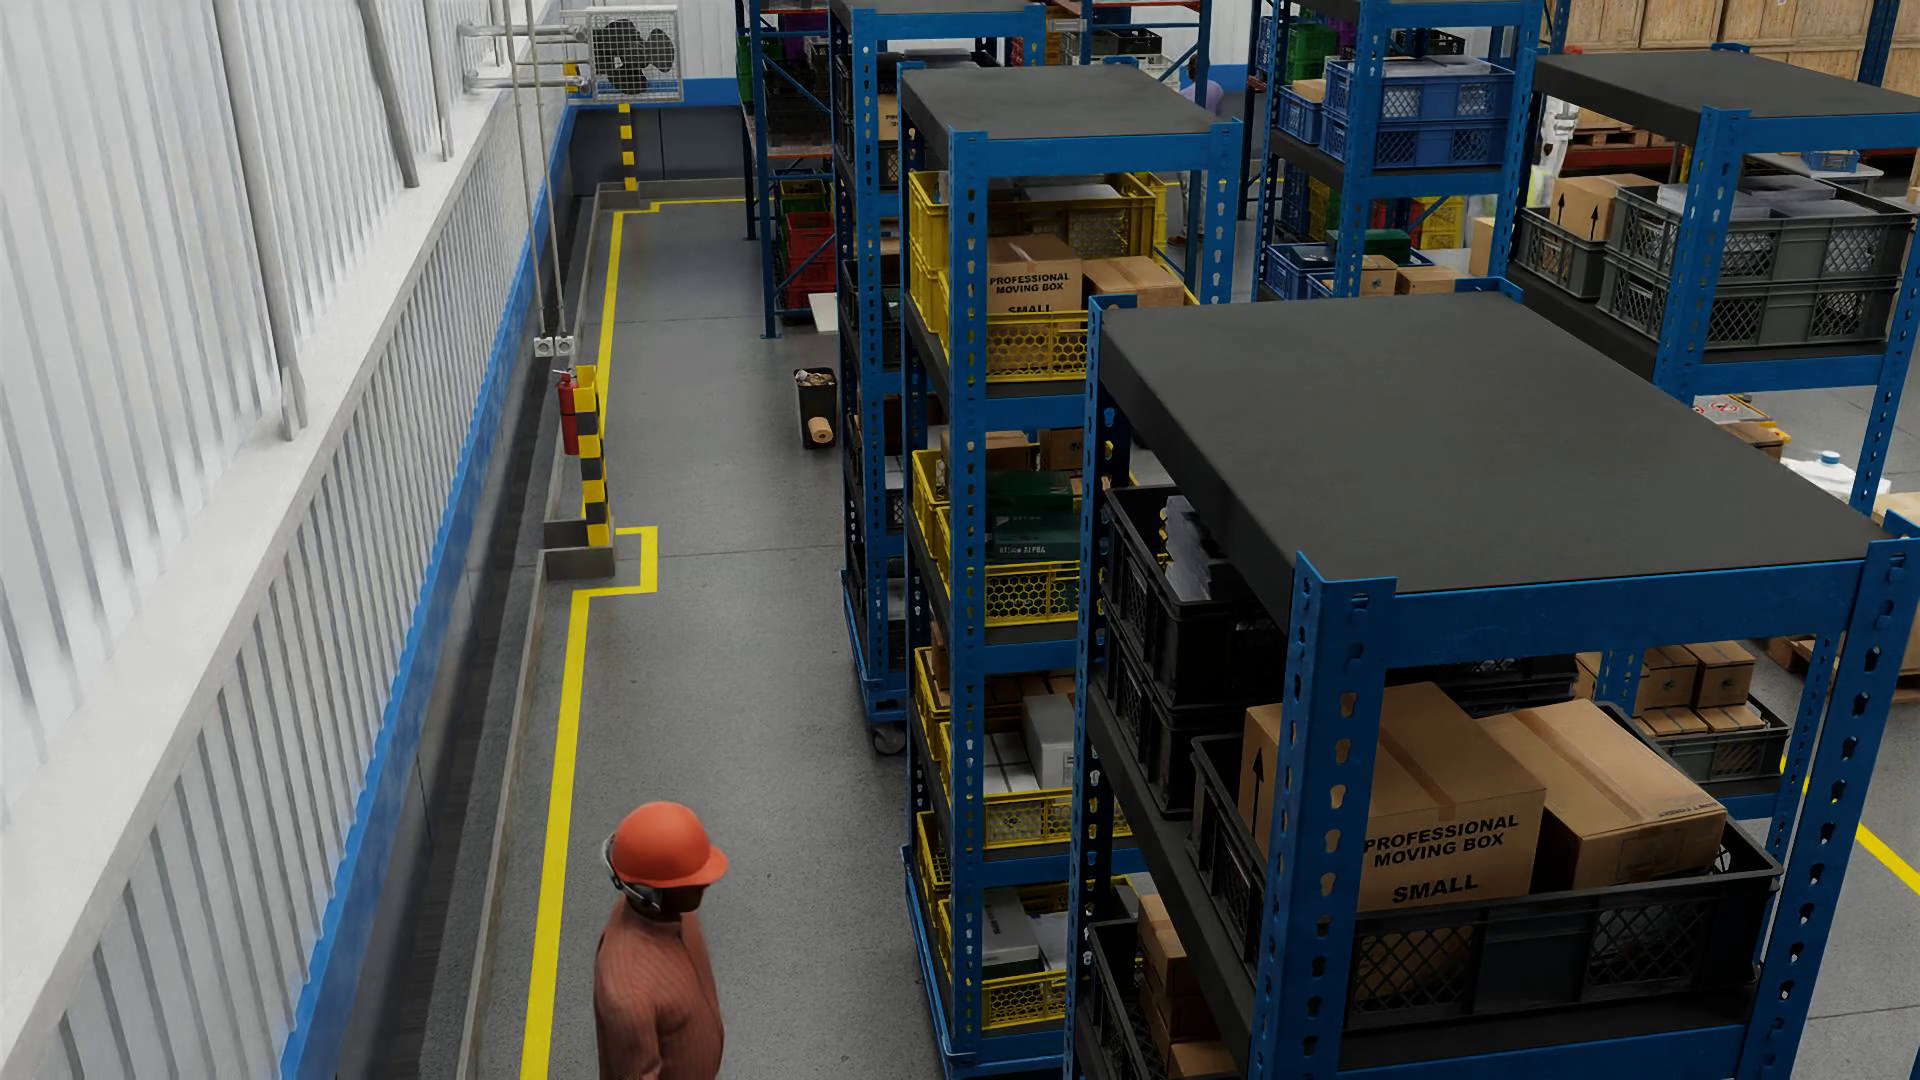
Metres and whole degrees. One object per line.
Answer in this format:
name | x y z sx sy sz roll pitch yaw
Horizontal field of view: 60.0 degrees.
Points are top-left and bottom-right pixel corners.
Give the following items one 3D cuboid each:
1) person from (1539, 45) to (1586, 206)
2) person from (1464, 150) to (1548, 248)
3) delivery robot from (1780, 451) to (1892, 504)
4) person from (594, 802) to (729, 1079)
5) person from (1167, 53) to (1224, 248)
person | 6.351 -4.281 17.652 0.354 1.887 0.573 20 31 37
person | 4.454 -2.392 13.618 0.727 1.828 0.714 0 25 -1
delivery robot | 5.460 -0.323 10.523 0.707 0.478 0.477 18 30 34
person | -0.817 1.599 4.763 0.417 1.985 0.618 1 25 1
person | 2.384 -3.955 16.882 0.368 1.939 0.633 22 33 39
